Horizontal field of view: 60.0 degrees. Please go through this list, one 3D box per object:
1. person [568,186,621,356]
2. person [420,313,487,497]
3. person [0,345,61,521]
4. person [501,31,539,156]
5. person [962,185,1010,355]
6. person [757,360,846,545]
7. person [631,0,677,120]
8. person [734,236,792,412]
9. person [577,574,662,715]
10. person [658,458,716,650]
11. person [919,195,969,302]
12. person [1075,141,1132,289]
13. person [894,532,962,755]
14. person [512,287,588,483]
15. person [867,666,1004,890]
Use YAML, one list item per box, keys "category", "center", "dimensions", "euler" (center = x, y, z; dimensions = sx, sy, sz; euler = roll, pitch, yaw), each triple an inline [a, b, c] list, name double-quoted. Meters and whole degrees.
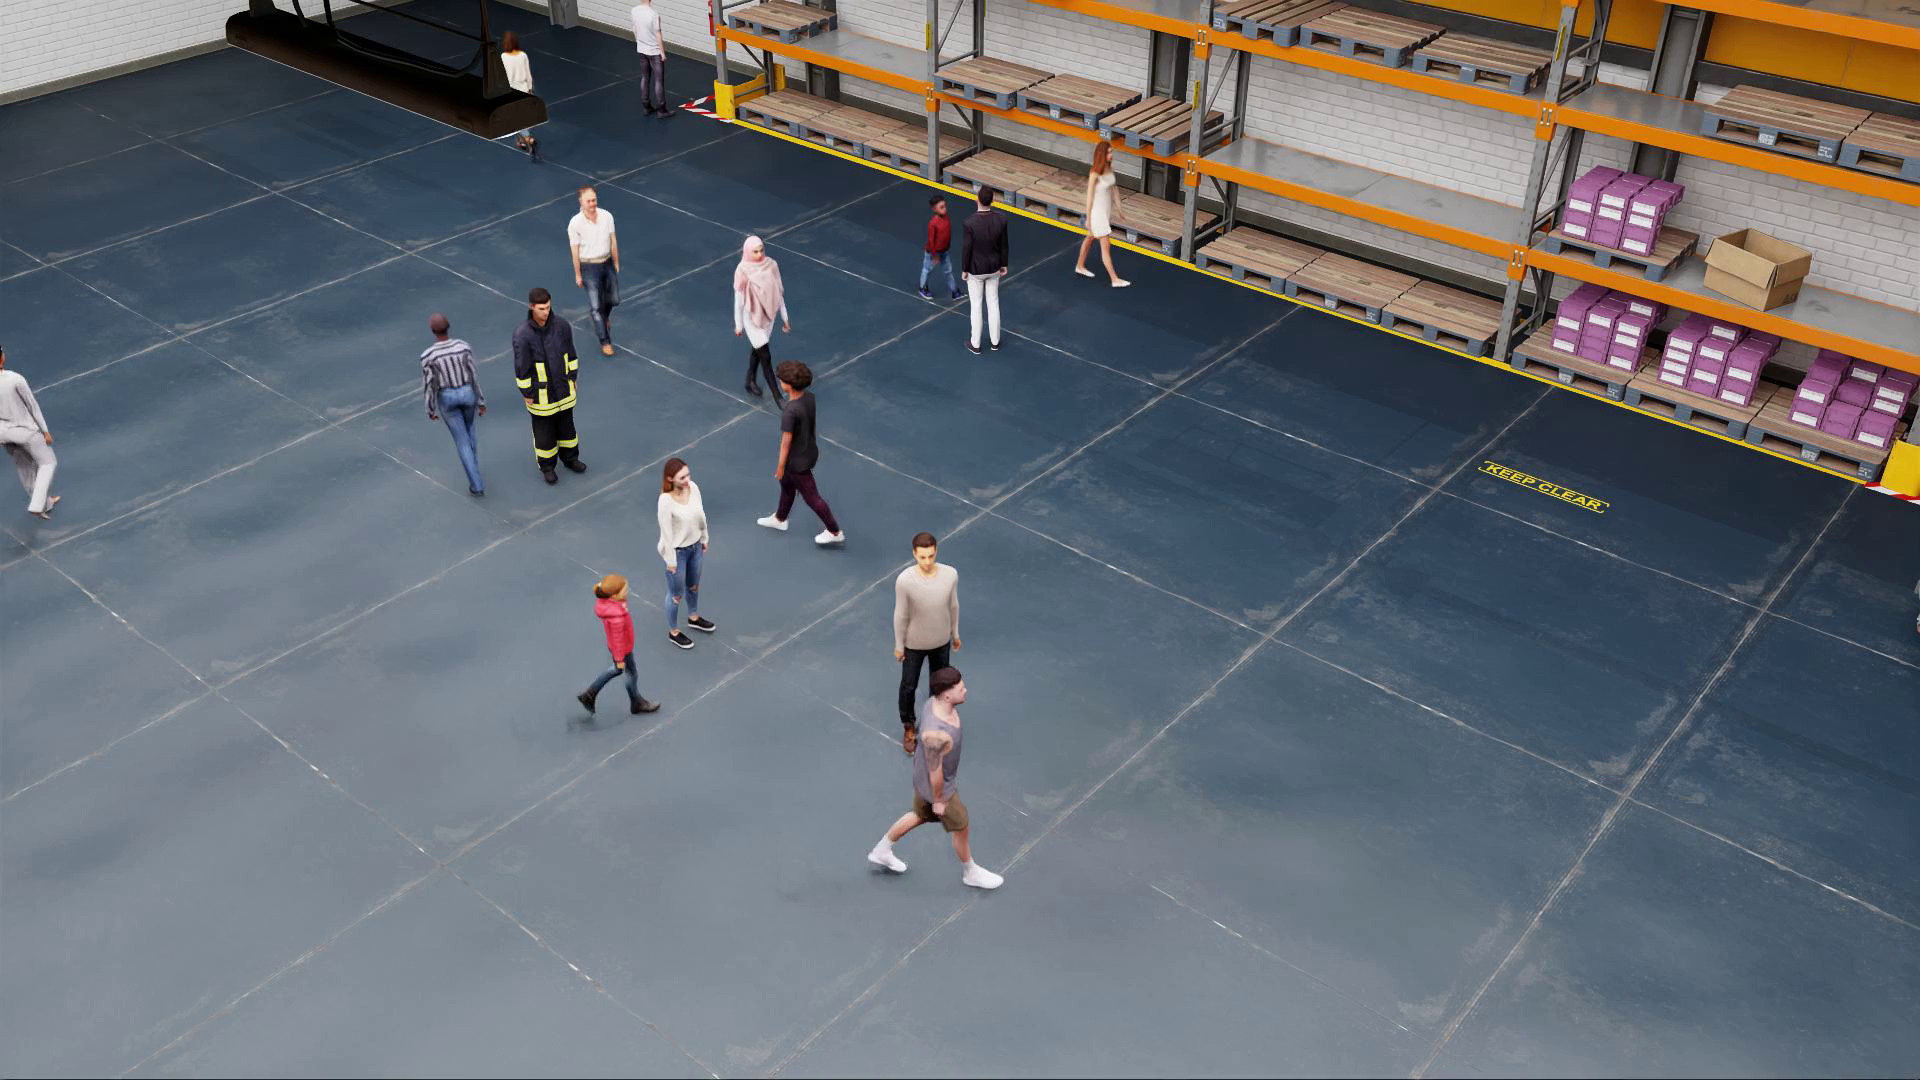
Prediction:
- category: "person"
  center: [-3.874, -2.905, 17.593]
  dimensions: [0.863, 1.840, 1.011]
  euler: [-16, 37, -23]
- category: "person"
  center: [-4.509, -1.179, 15.061]
  dimensions: [0.808, 1.768, 0.981]
  euler: [-21, 39, -28]
- category: "person"
  center: [-8.360, -0.914, 14.704]
  dimensions: [0.932, 1.722, 0.970]
  euler: [0, 34, 0]
- category: "person"
  center: [-5.947, -5.974, 22.373]
  dimensions: [0.719, 1.660, 0.997]
  euler: [-24, 40, -31]
- category: "person"
  center: [0.252, -2.849, 17.505]
  dimensions: [0.745, 1.844, 0.749]
  euler: [-10, 35, -14]
- category: "person"
  center: [-1.314, -0.718, 14.387]
  dimensions: [1.185, 1.746, 0.948]
  euler: [9, 35, 13]
- category: "person"
  center: [-4.418, -6.950, 23.685]
  dimensions: [0.549, 1.832, 0.731]
  euler: [21, 39, 28]
- category: "person"
  center: [-2.051, -2.199, 16.600]
  dimensions: [0.793, 1.764, 1.174]
  euler: [-24, 41, -32]
- category: "person"
  center: [-2.621, 0.820, 12.477]
  dimensions: [0.826, 1.299, 0.846]
  euler: [-11, 35, -15]
- category: "person"
  center: [-2.216, 0.082, 13.235]
  dimensions: [0.575, 1.689, 0.625]
  euler: [21, 39, 28]
- category: "person"
  center: [-0.305, -3.286, 18.714]
  dimensions: [0.850, 1.234, 0.535]
  euler: [28, 42, 35]
- category: "person"
  center: [1.526, -3.749, 19.016]
  dimensions: [1.048, 1.671, 0.569]
  euler: [23, 40, 31]
- category: "person"
  center: [-0.242, 0.721, 12.115]
  dimensions: [0.743, 1.866, 0.736]
  euler: [-11, 35, -17]
- category: "person"
  center: [-3.799, -1.461, 15.345]
  dimensions: [0.820, 1.924, 0.722]
  euler: [-25, 41, -33]
- category: "person"
  center: [-0.238, 1.577, 10.891]
  dimensions: [1.248, 1.802, 1.070]
  euler: [2, 34, 3]
